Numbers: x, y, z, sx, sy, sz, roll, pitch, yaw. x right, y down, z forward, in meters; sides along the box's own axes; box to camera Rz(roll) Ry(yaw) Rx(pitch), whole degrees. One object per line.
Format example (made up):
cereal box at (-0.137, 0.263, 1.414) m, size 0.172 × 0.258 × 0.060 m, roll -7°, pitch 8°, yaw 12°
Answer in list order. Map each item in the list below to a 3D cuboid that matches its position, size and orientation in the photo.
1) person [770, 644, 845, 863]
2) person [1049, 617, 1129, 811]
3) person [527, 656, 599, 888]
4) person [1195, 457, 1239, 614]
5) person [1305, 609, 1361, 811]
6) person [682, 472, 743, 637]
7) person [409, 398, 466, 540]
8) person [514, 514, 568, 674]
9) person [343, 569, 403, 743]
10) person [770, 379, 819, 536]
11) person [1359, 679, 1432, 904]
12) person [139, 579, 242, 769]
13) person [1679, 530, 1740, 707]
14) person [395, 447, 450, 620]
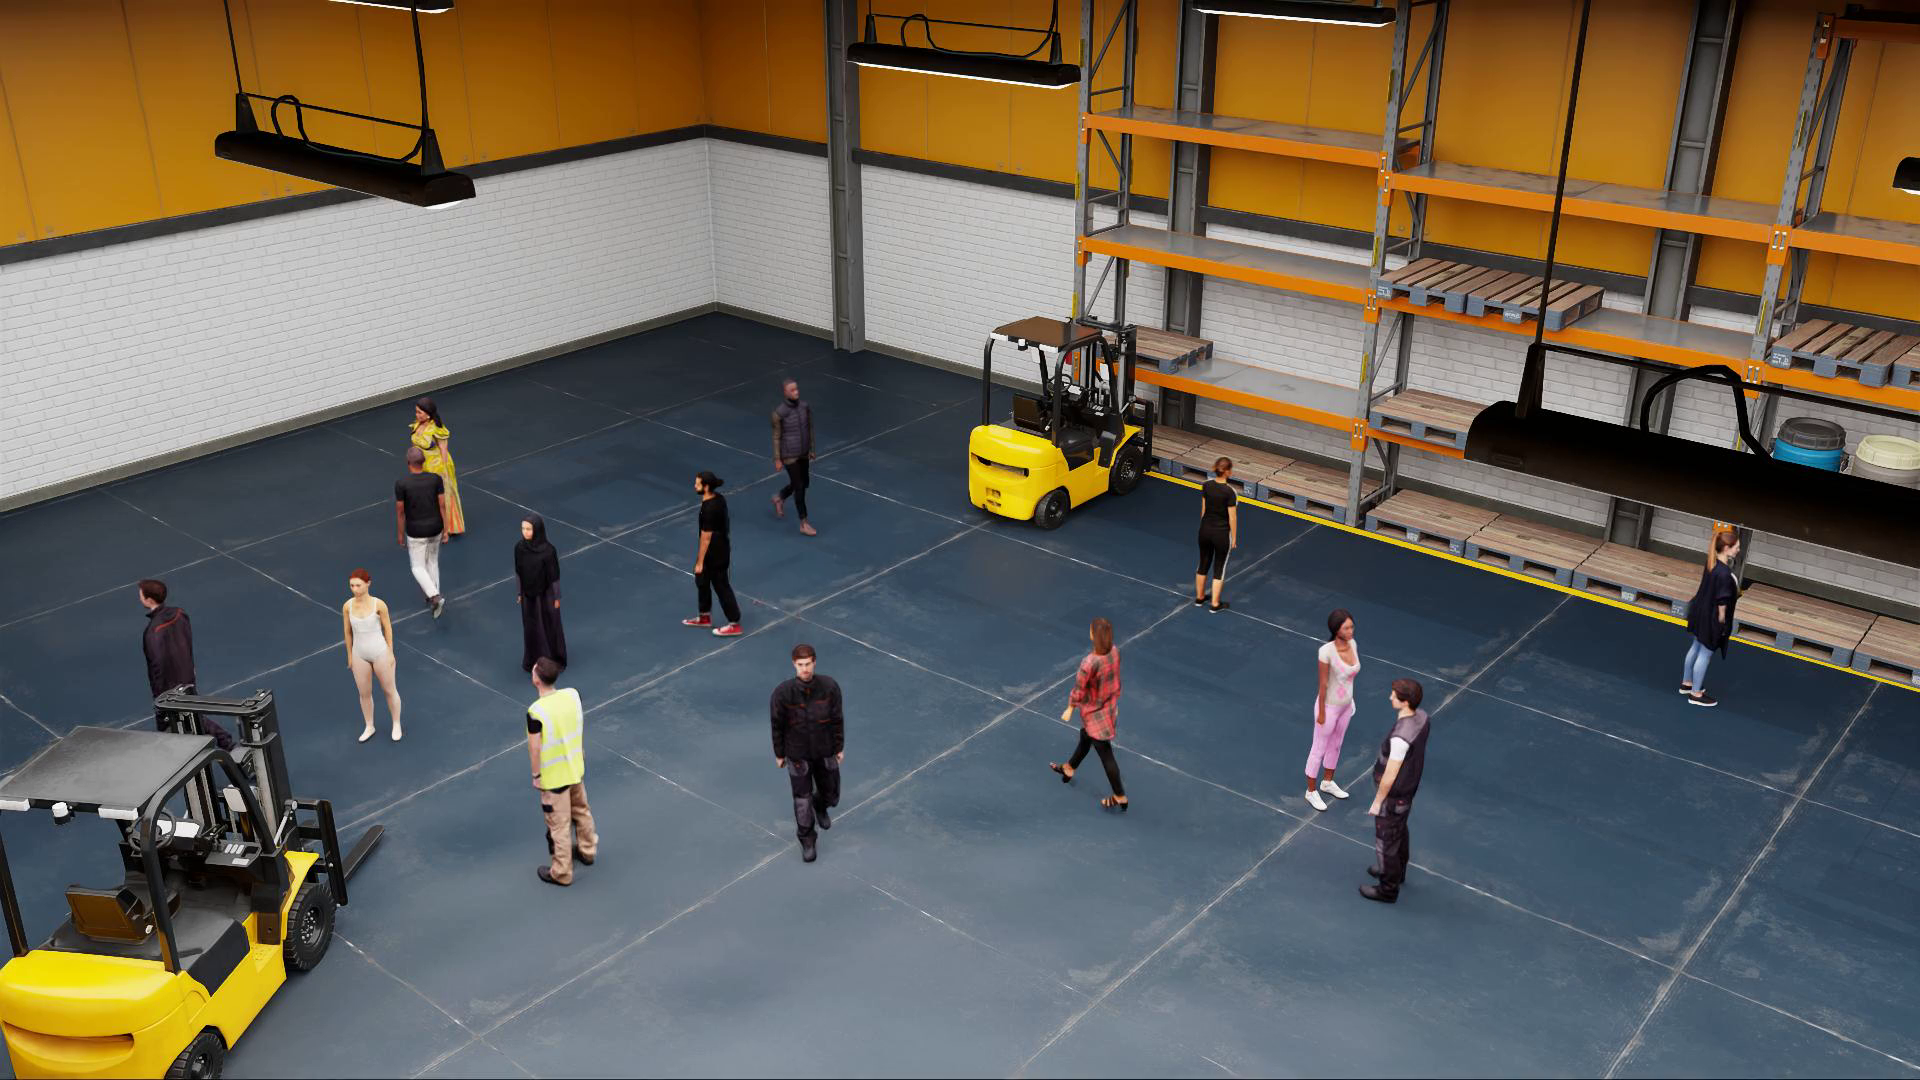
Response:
person at (-1.177, 1.613, 13.017) m, size 0.931 × 1.827 × 0.992 m, roll -5°, pitch 24°, yaw -12°
person at (1.198, 1.461, 13.578) m, size 1.041 × 1.657 × 0.641 m, roll 17°, pitch 29°, yaw 34°
person at (-3.053, 1.751, 12.691) m, size 0.735 × 1.834 × 0.739 m, roll 14°, pitch 27°, yaw 29°
person at (2.622, -0.066, 17.058) m, size 0.658 × 1.668 × 0.475 m, roll -22°, pitch 32°, yaw -40°
person at (3.072, 1.370, 13.681) m, size 0.620 × 1.740 × 0.573 m, roll -18°, pitch 29°, yaw -35°
person at (-2.338, 0.150, 16.476) m, size 0.974 × 1.737 × 0.908 m, roll -2°, pitch 24°, yaw -3°
person at (-5.952, -0.827, 18.807) m, size 0.790 × 1.660 × 0.973 m, roll 13°, pitch 27°, yaw 27°
person at (-3.995, 0.503, 15.821) m, size 0.646 × 1.614 × 0.752 m, roll 7°, pitch 25°, yaw 16°
person at (-5.173, 1.006, 14.634) m, size 0.606 × 1.643 × 0.668 m, roll -2°, pitch 24°, yaw -4°
person at (-1.925, -0.975, 18.954) m, size 1.074 × 1.813 × 0.732 m, roll 21°, pitch 31°, yaw 40°
person at (3.300, 1.866, 12.416) m, size 0.618 × 1.844 × 0.701 m, roll 14°, pitch 27°, yaw 30°
person at (-6.490, 1.203, 13.869) m, size 1.108 × 1.896 × 0.995 m, roll 2°, pitch 24°, yaw 5°
person at (6.888, 0.699, 15.278) m, size 0.749 × 1.690 × 0.721 m, roll 2°, pitch 24°, yaw 4°
person at (-5.409, -0.043, 16.859) m, size 0.807 × 1.783 × 1.083 m, roll -17°, pitch 29°, yaw -34°
